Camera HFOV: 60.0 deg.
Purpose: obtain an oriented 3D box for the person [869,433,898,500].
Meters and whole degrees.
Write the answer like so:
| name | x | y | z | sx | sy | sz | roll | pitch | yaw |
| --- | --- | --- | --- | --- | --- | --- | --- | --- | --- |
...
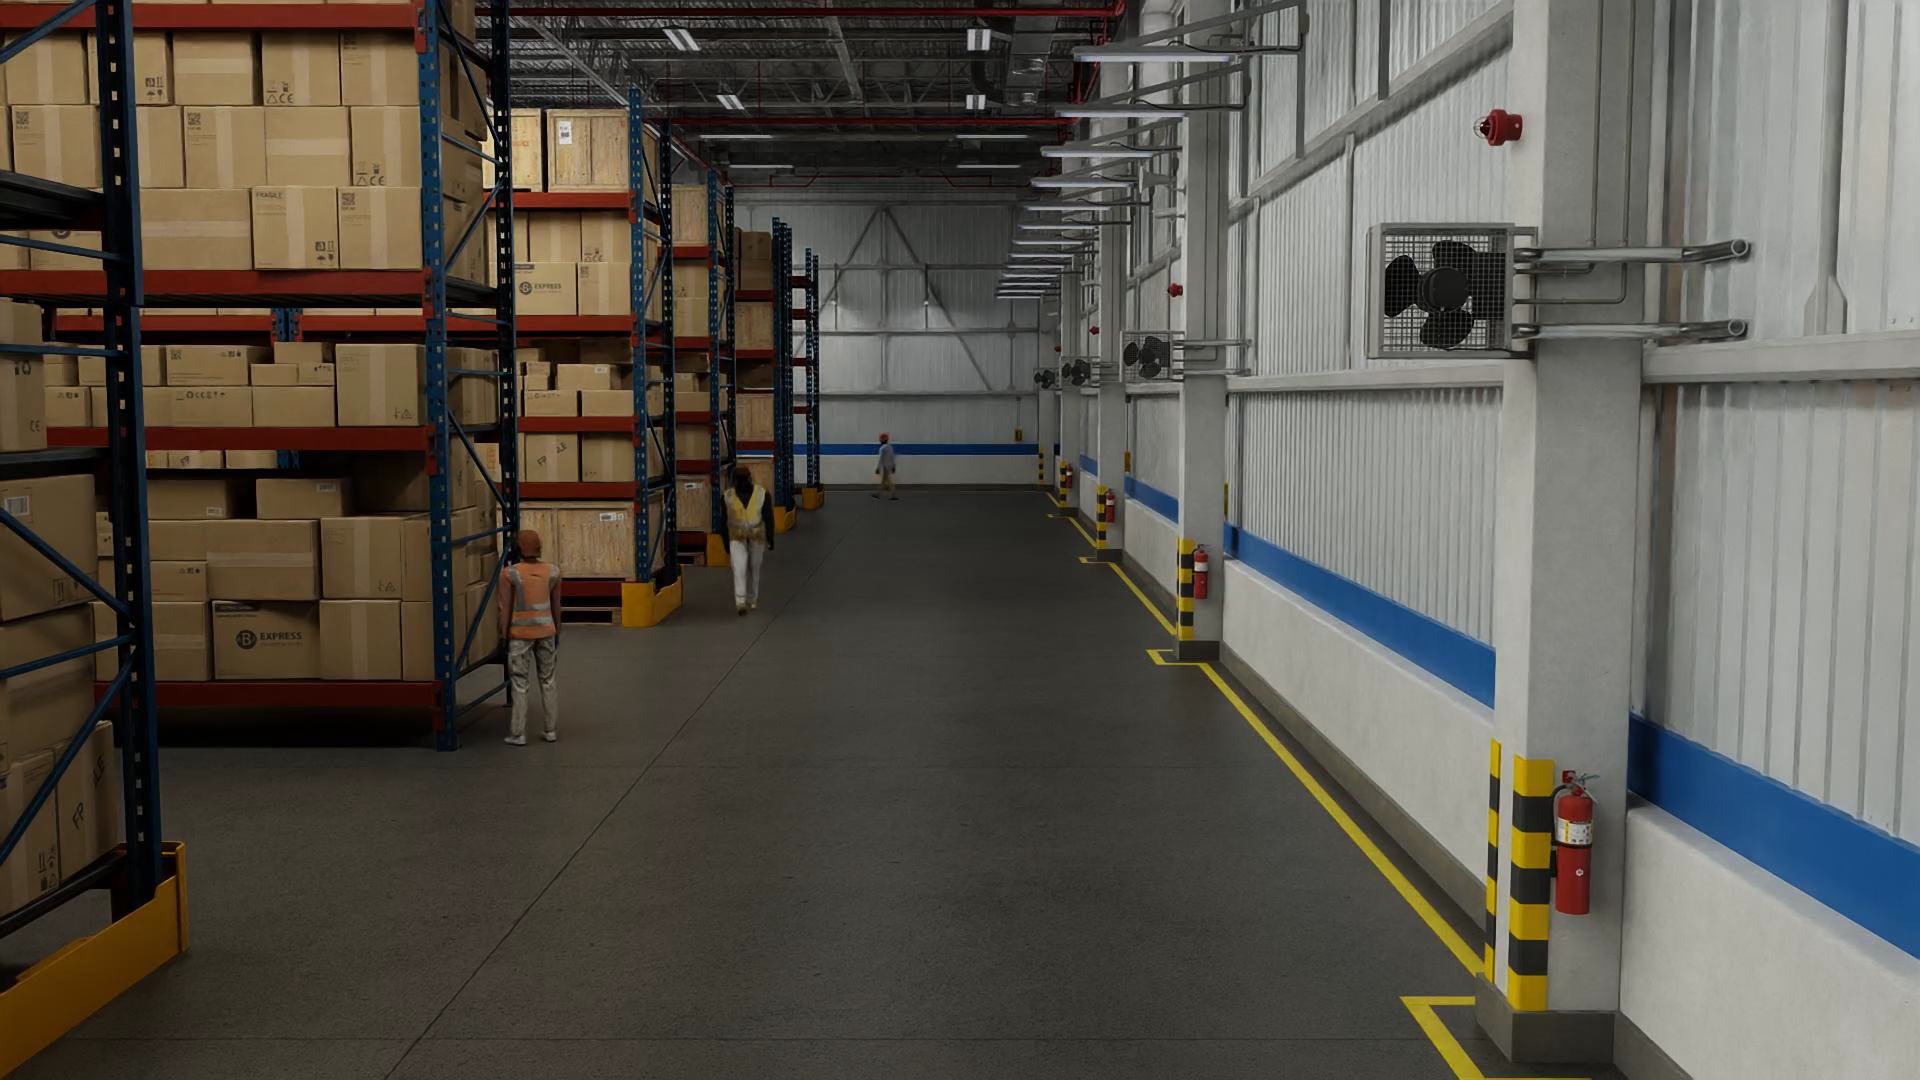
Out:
| name | x | y | z | sx | sy | sz | roll | pitch | yaw |
| --- | --- | --- | --- | --- | --- | --- | --- | --- | --- |
| person | -1.937 | -1.856 | 42.306 | 0.904 | 1.698 | 0.586 | 2 | 5 | 23 |

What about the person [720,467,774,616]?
| name | x | y | z | sx | sy | sz | roll | pitch | yaw |
| --- | --- | --- | --- | --- | --- | --- | --- | --- | --- |
| person | -2.574 | 0.015 | 20.109 | 0.632 | 1.788 | 0.998 | -1 | 5 | -9 |

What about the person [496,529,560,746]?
| name | x | y | z | sx | sy | sz | roll | pitch | yaw |
| --- | --- | --- | --- | --- | --- | --- | --- | --- | --- |
| person | -3.244 | 0.736 | 12.548 | 0.517 | 1.632 | 0.315 | -4 | 6 | -40 |
